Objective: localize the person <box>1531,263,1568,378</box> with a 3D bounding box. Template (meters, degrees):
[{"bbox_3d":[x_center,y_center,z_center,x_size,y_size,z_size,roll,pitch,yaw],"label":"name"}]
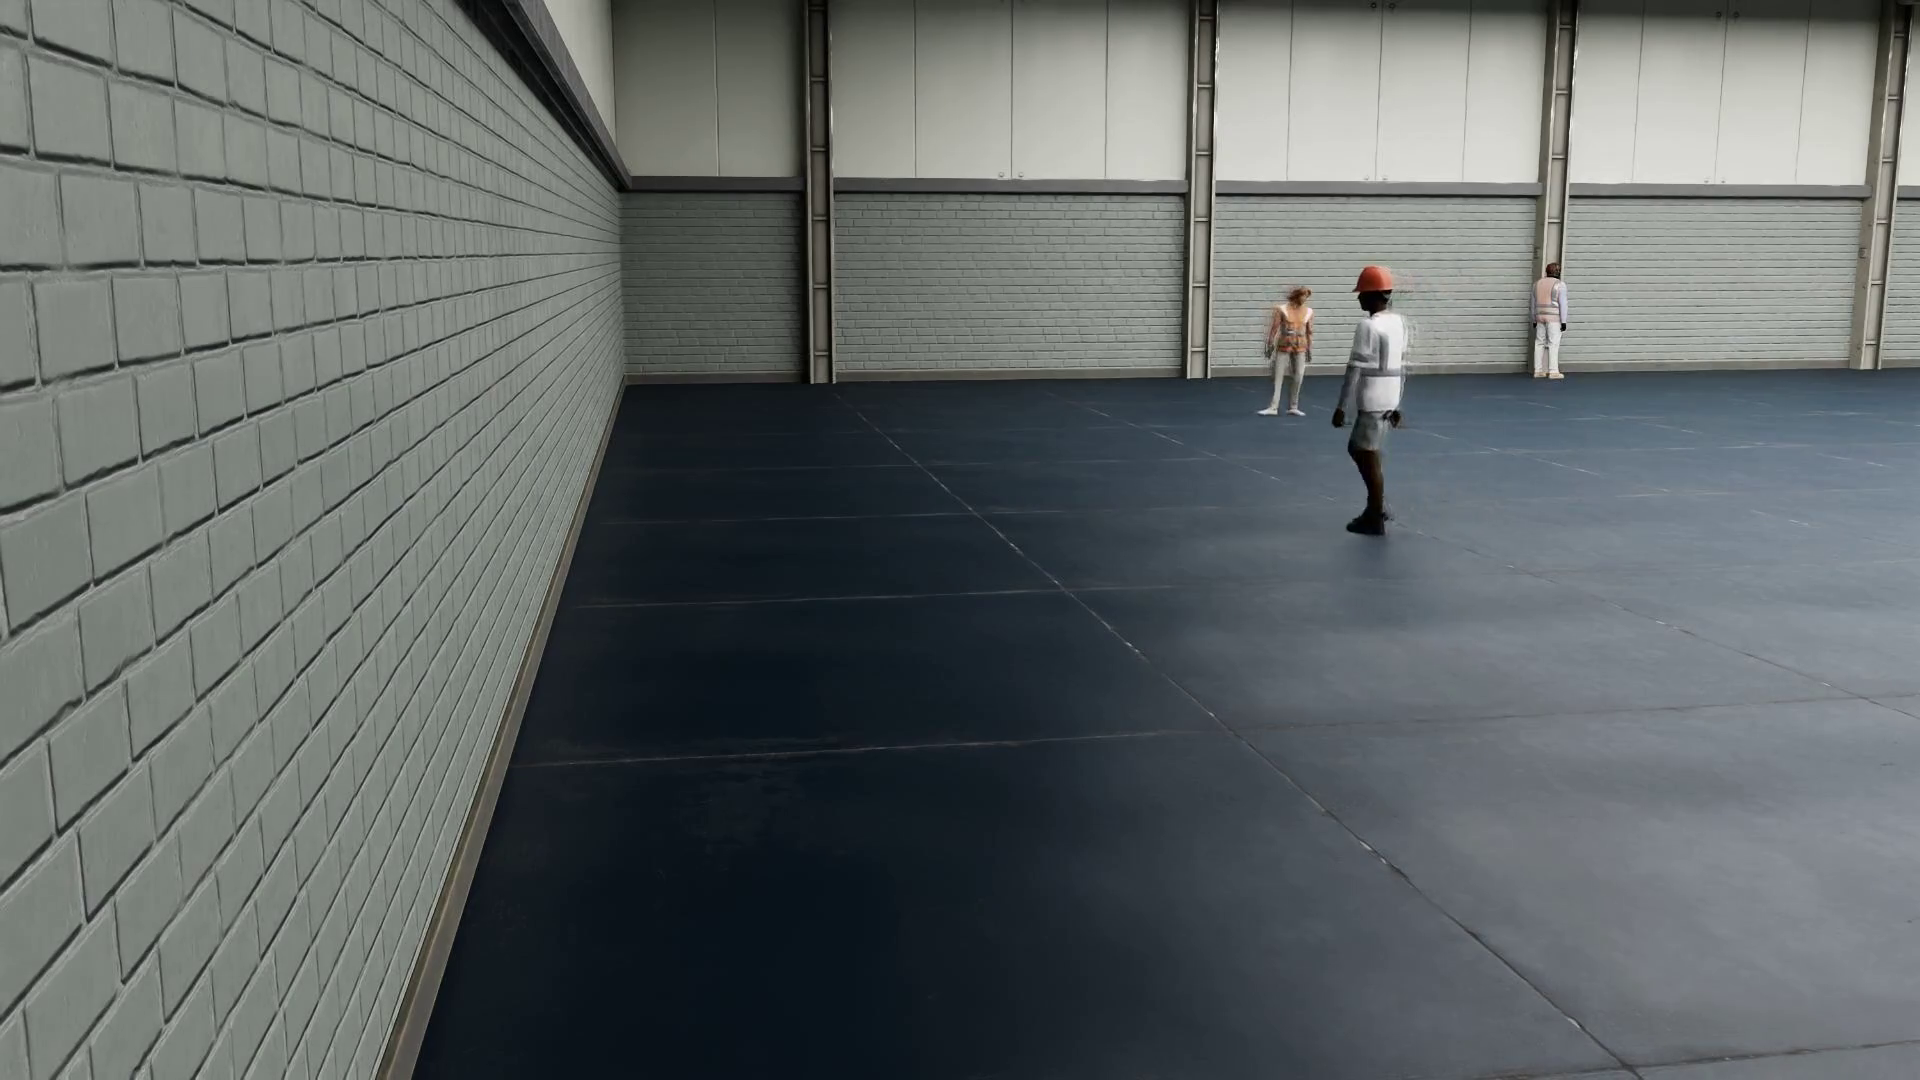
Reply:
[{"bbox_3d":[9.437,-3.503,26.582,0.429,1.842,0.634,-7,12,-33],"label":"person"}]

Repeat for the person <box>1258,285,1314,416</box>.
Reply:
[{"bbox_3d":[4.009,-2.314,20.430,0.659,1.610,0.317,-1,10,-4],"label":"person"}]

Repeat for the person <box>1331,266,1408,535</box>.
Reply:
[{"bbox_3d":[2.901,-0.988,11.898,0.479,1.921,0.544,7,12,36],"label":"person"}]
